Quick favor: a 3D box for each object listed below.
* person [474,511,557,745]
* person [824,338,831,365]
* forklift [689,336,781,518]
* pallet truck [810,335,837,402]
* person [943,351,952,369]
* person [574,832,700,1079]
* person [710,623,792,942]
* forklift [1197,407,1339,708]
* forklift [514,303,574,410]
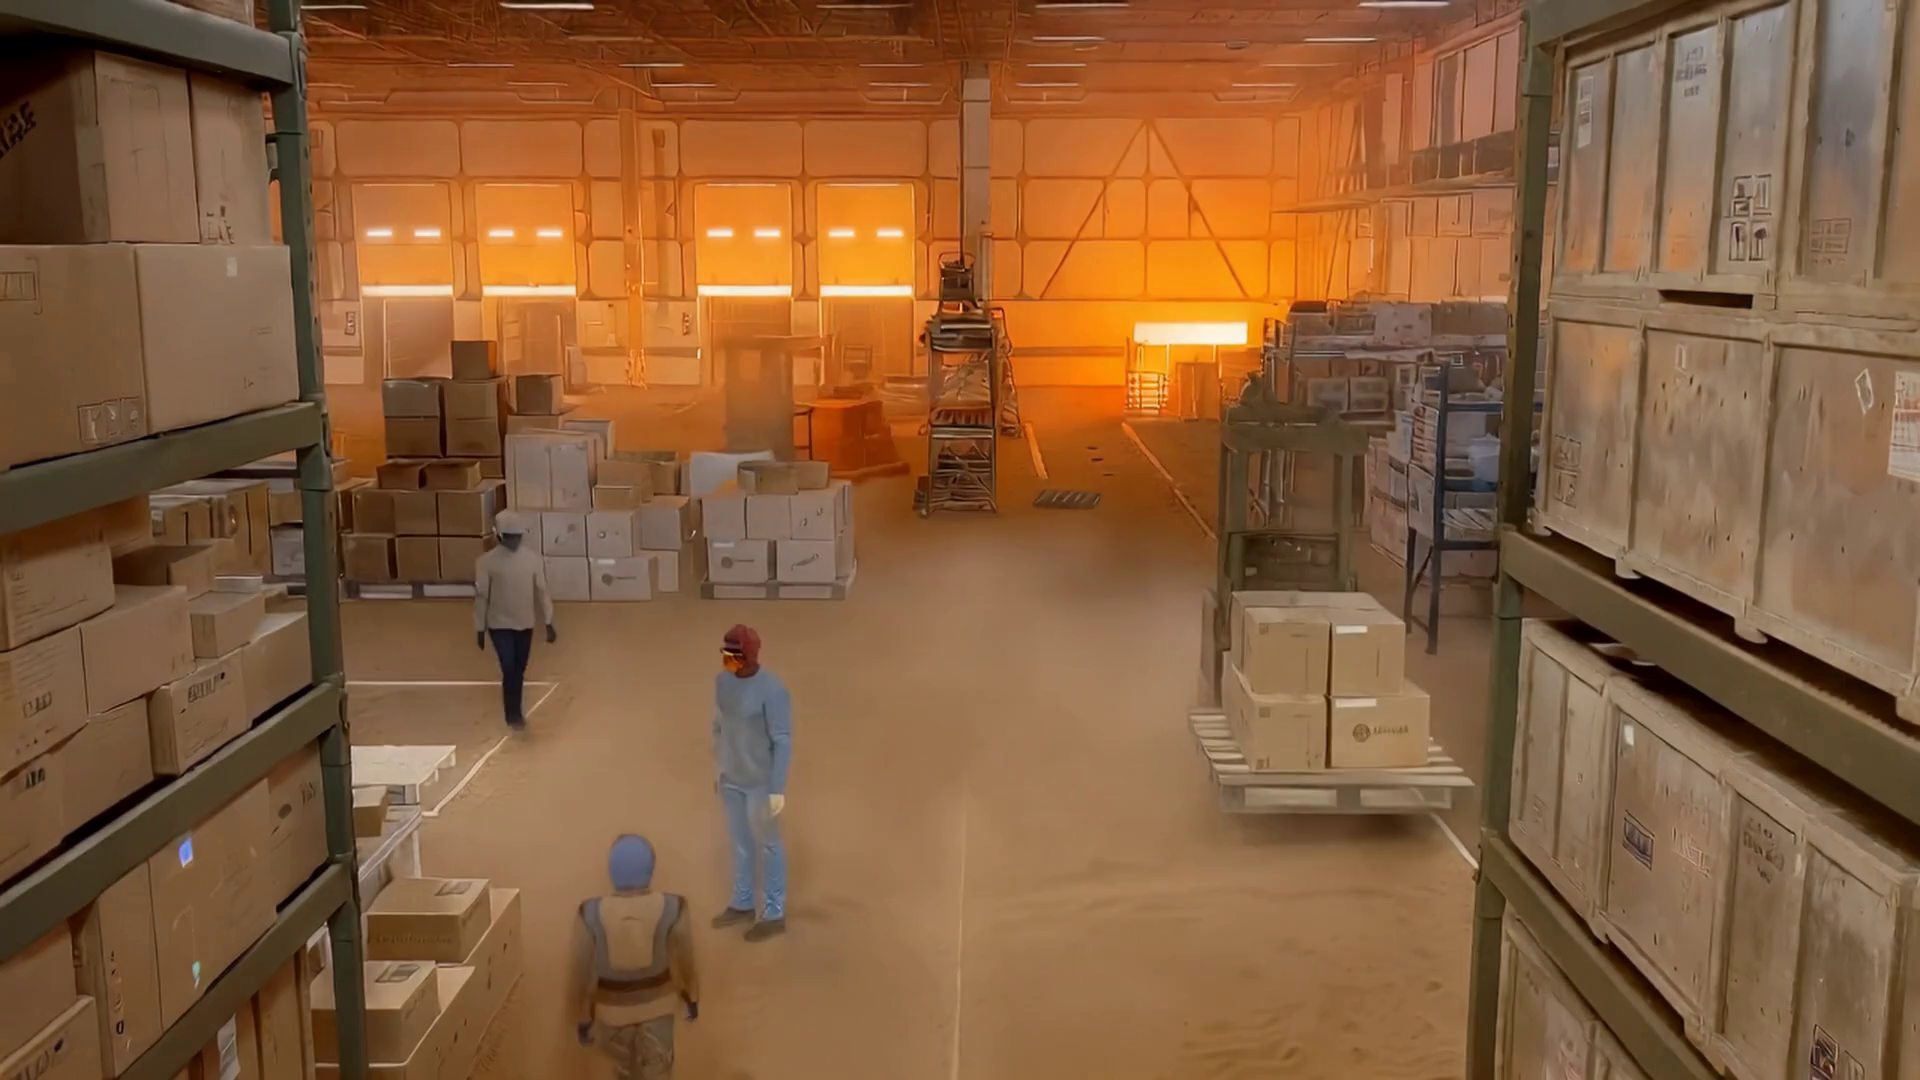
[{"bbox_3d":[-3.722,0.733,14.092,0.641,1.964,0.797,-9,14,-43],"label":"person"},{"bbox_3d":[-3.824,-5.098,48.703,0.314,1.636,0.515,1,10,4],"label":"person"},{"bbox_3d":[-3.260,-1.779,25.967,1.129,2.768,1.873,7,12,34],"label":"forklift"},{"bbox_3d":[-3.021,-4.312,43.126,1.885,1.965,0.823,3,10,17],"label":"pallet truck"},{"bbox_3d":[-0.357,-3.702,39.985,1.077,1.883,0.617,-3,10,-18],"label":"person"},{"bbox_3d":[-1.426,2.093,7.362,0.536,1.592,0.876,-1,10,-5],"label":"person"},{"bbox_3d":[-1.267,1.449,10.055,0.630,1.938,0.366,9,14,43],"label":"person"},{"bbox_3d":[2.693,0.256,14.223,1.129,2.768,1.873,0,10,1],"label":"forklift"},{"bbox_3d":[-10.721,-4.667,42.626,1.129,2.768,1.873,0,10,1],"label":"forklift"}]
